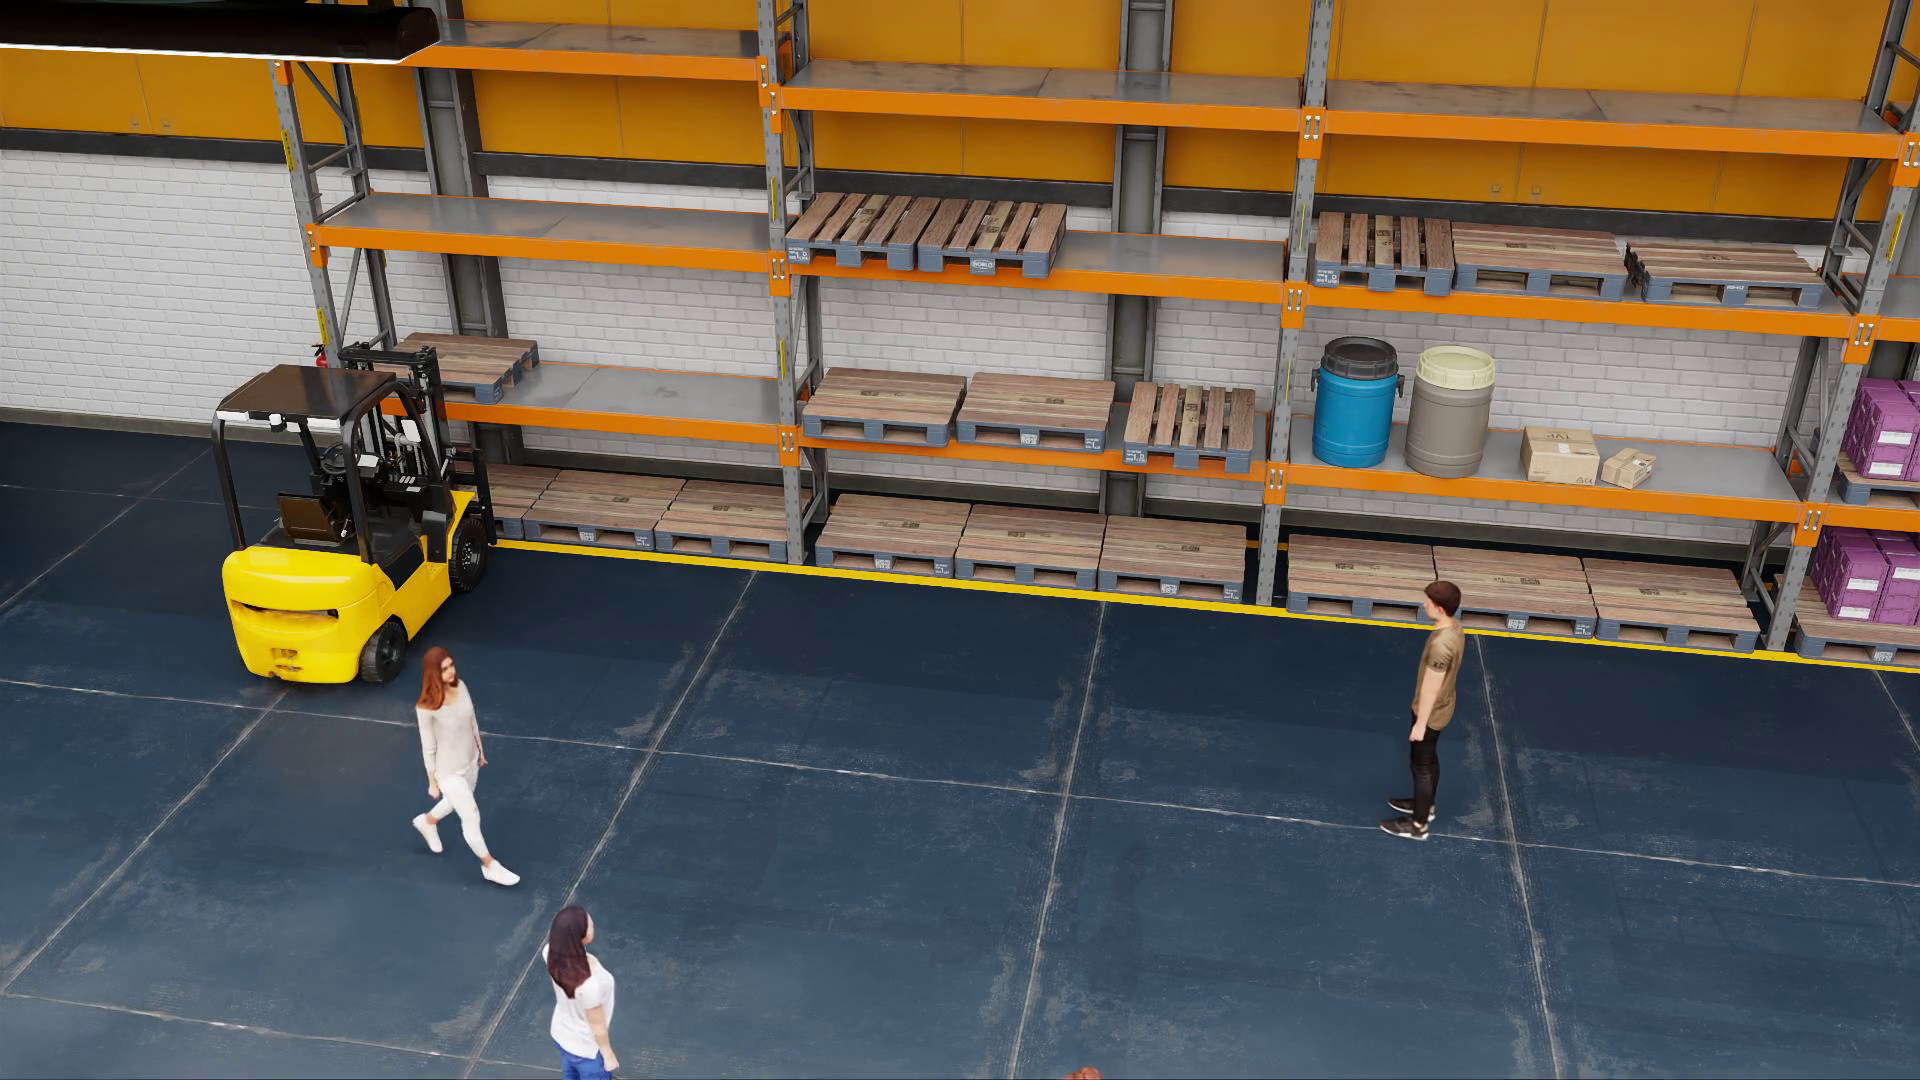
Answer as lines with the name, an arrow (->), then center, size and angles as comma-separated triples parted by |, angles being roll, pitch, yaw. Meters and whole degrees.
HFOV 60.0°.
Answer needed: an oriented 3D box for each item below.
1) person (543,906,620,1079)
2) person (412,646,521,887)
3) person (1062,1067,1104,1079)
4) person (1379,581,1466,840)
person -> -1.897, 2.538, 8.358 | 0.735, 1.680, 0.654 | -24, 36, -36
person -> -3.237, 1.395, 10.443 | 1.141, 1.689, 0.774 | 12, 31, 21
person -> 0.496, 3.009, 7.377 | 0.651, 1.793, 0.646 | -11, 30, -19
person -> 3.079, 1.099, 10.819 | 0.629, 1.849, 0.700 | 10, 30, 17
